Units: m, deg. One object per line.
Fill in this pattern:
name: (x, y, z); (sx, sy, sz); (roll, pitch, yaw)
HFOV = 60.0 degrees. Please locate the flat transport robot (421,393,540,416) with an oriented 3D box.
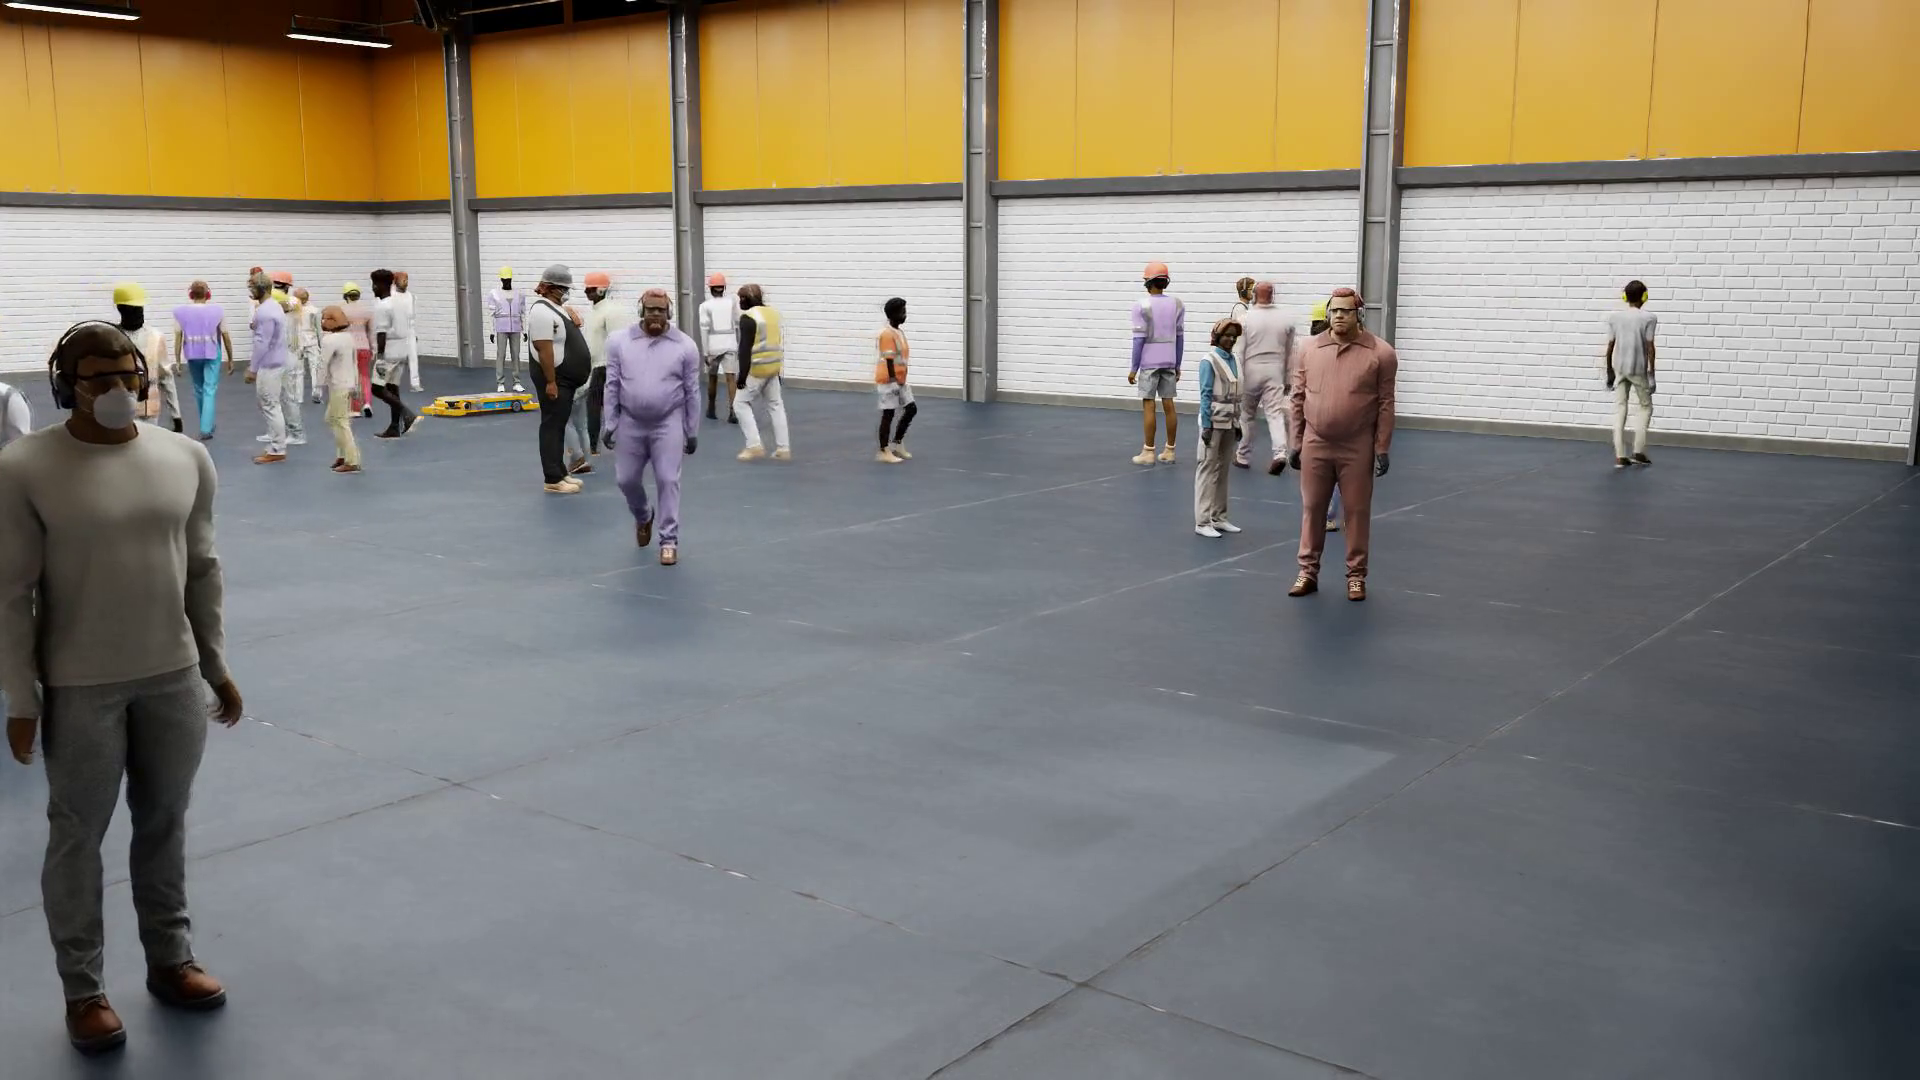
flat transport robot: (-6.367, -1.821, 22.149); (0.652, 0.197, 1.431); (8, 12, 37)

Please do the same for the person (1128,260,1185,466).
person: (1.958, -1.767, 16.679); (0.605, 2.045, 0.379); (-5, 11, -26)

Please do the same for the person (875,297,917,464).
person: (-0.634, -1.596, 16.749); (0.425, 1.686, 0.535); (3, 10, 18)

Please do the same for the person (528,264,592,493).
person: (-3.555, -1.448, 14.832); (0.536, 2.000, 0.674); (-1, 10, -5)

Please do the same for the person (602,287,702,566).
person: (-2.122, -0.800, 11.491); (0.684, 1.888, 0.709); (0, 10, -2)

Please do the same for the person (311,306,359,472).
person: (-6.063, -1.447, 16.068); (0.478, 1.616, 0.502); (0, 10, 3)

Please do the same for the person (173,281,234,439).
person: (-8.723, -2.082, 19.226); (0.590, 1.793, 0.986); (-2, 10, -13)

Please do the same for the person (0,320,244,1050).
person: (-2.275, 0.383, 4.501); (0.375, 1.934, 0.640); (7, 12, 37)

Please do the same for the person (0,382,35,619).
person: (-4.891, -0.199, 8.291); (0.598, 1.801, 0.881); (-2, 10, -13)

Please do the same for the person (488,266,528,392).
person: (-6.930, -3.231, 25.542); (0.594, 1.925, 0.379); (-6, 11, -32)

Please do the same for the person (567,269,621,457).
person: (-3.668, -1.850, 17.422); (0.914, 1.968, 0.625); (-5, 11, -27)

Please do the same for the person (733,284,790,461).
person: (-2.037, -1.697, 16.963); (0.560, 1.811, 0.709); (4, 11, 24)

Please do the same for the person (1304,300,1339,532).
person: (2.752, -0.938, 12.707); (0.410, 1.762, 0.562); (1, 10, 4)

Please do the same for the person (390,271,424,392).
person: (-8.619, -3.206, 25.617); (0.920, 1.853, 0.578); (9, 13, 43)

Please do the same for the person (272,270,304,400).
person: (-8.746, -2.524, 21.476); (0.568, 1.905, 0.537); (-1, 10, -8)

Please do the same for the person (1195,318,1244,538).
person: (1.956, -0.845, 12.500); (0.315, 1.636, 0.515); (8, 13, 39)

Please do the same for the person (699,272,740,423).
person: (-3.013, -2.428, 21.012); (0.549, 1.893, 1.006); (-3, 10, -18)

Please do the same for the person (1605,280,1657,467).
person: (6.705, -1.648, 16.535); (0.534, 1.851, 0.571); (-9, 13, -43)

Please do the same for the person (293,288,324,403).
person: (-9.278, -2.726, 23.534); (0.534, 1.646, 0.425); (-3, 10, -15)

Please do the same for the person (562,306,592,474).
person: (-3.715, -1.421, 15.906); (0.380, 1.617, 0.500); (0, 10, 2)

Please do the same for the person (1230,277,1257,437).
person: (3.298, -2.121, 19.324); (0.345, 1.846, 0.507); (1, 10, 8)

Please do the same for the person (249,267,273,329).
person: (-12.657, -3.992, 30.127); (0.368, 1.881, 0.592); (3, 10, 18)

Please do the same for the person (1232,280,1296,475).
person: (2.936, -1.572, 16.093); (0.671, 1.867, 0.952); (-2, 10, -9)

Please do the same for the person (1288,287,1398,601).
person: (2.318, -0.581, 10.176); (0.639, 1.910, 0.407); (4, 11, 24)

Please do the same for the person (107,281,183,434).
person: (-6.036, -0.955, 12.347); (0.778, 1.901, 0.613); (5, 11, 27)

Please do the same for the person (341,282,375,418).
person: (-7.778, -2.436, 21.427); (0.532, 1.759, 0.453); (-10, 14, -44)

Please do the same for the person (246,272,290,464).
person: (-6.971, -1.723, 16.766); (0.410, 1.927, 0.648); (-3, 10, -17)

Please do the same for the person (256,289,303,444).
person: (-7.628, -1.912, 18.415); (0.636, 1.722, 0.512); (-1, 10, -8)

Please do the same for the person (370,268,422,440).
person: (-6.416, -2.085, 18.791); (0.498, 1.953, 0.638); (1, 10, 3)
